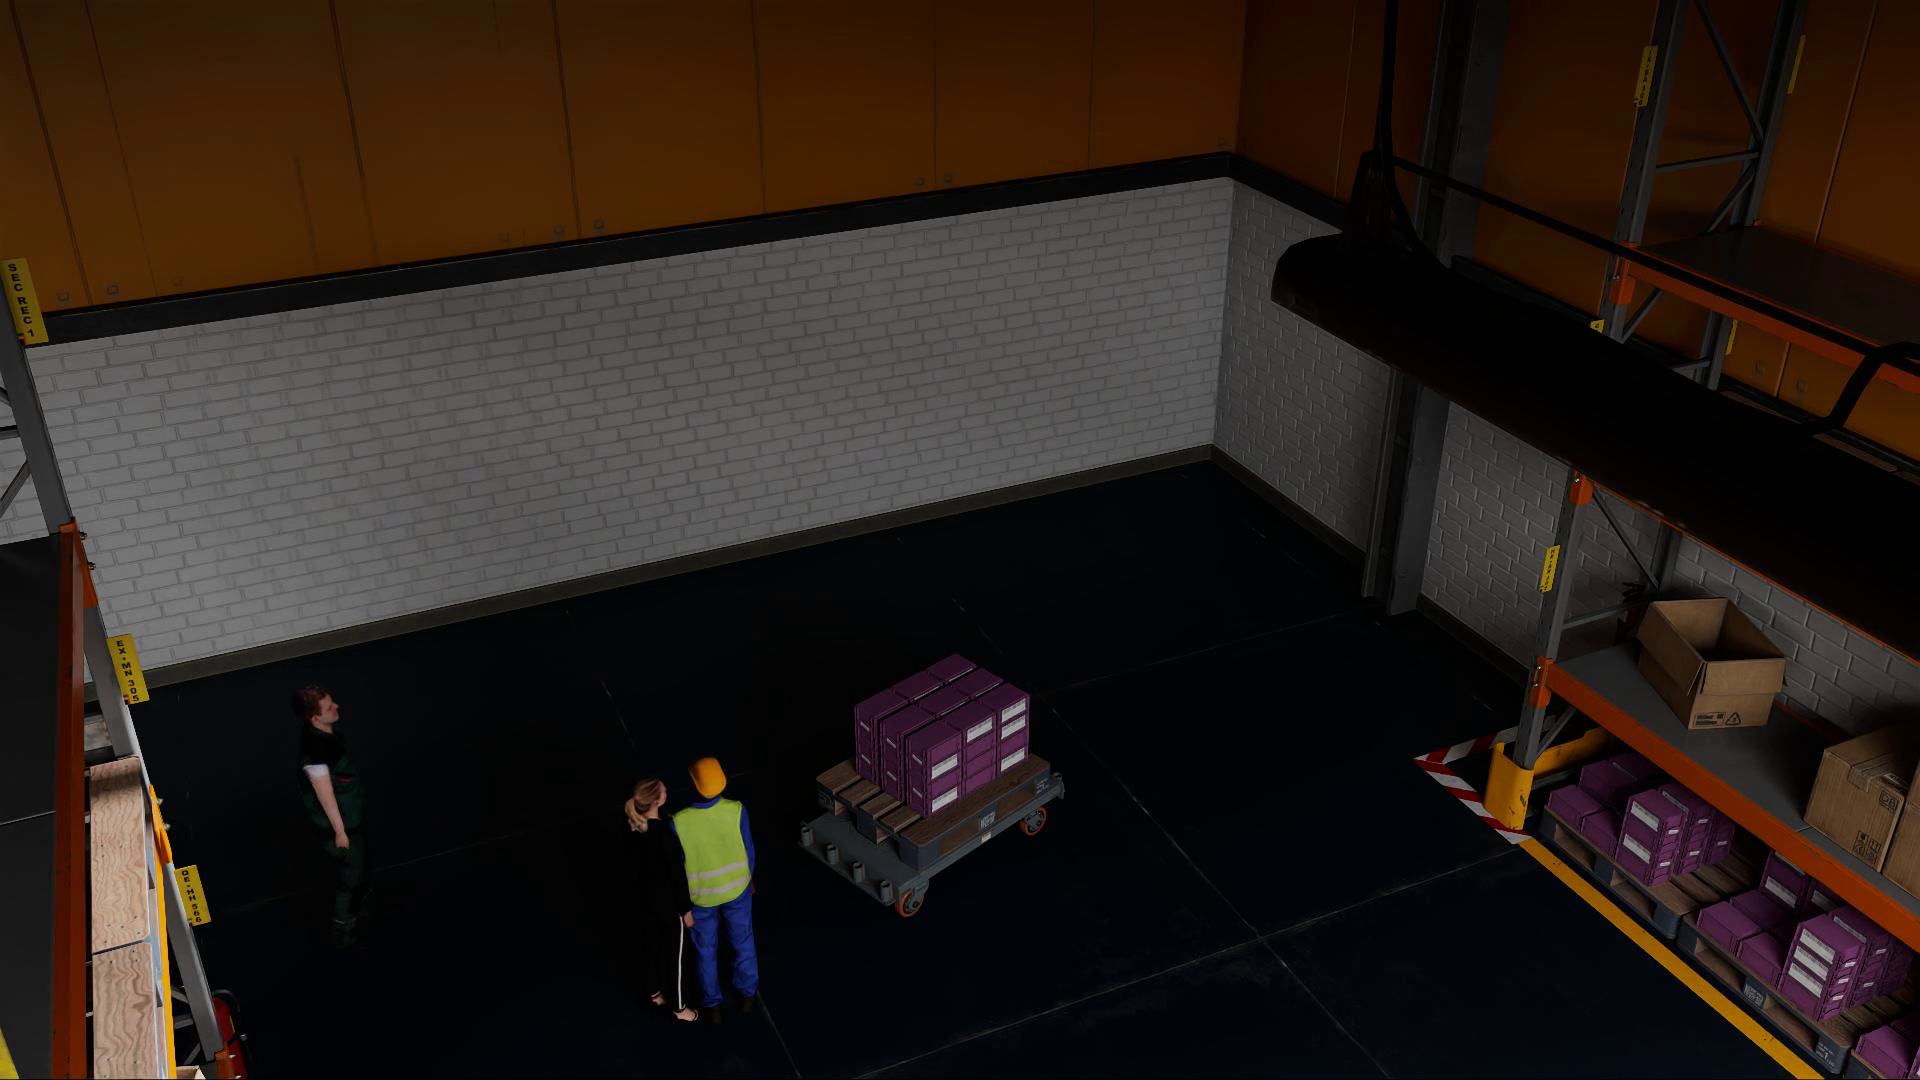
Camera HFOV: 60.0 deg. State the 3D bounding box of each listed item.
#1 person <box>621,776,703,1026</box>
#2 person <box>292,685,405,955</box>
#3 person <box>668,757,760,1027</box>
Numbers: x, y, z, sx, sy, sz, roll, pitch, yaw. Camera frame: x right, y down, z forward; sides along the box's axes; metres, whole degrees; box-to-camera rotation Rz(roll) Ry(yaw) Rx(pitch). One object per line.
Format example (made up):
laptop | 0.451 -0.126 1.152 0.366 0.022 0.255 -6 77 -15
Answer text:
person | -1.697 2.048 9.397 0.644 1.707 0.757 19 34 31
person | -3.736 1.661 9.964 0.717 1.844 0.634 -10 30 -18
person | -1.390 1.971 9.429 0.656 1.812 0.569 -12 31 -20
